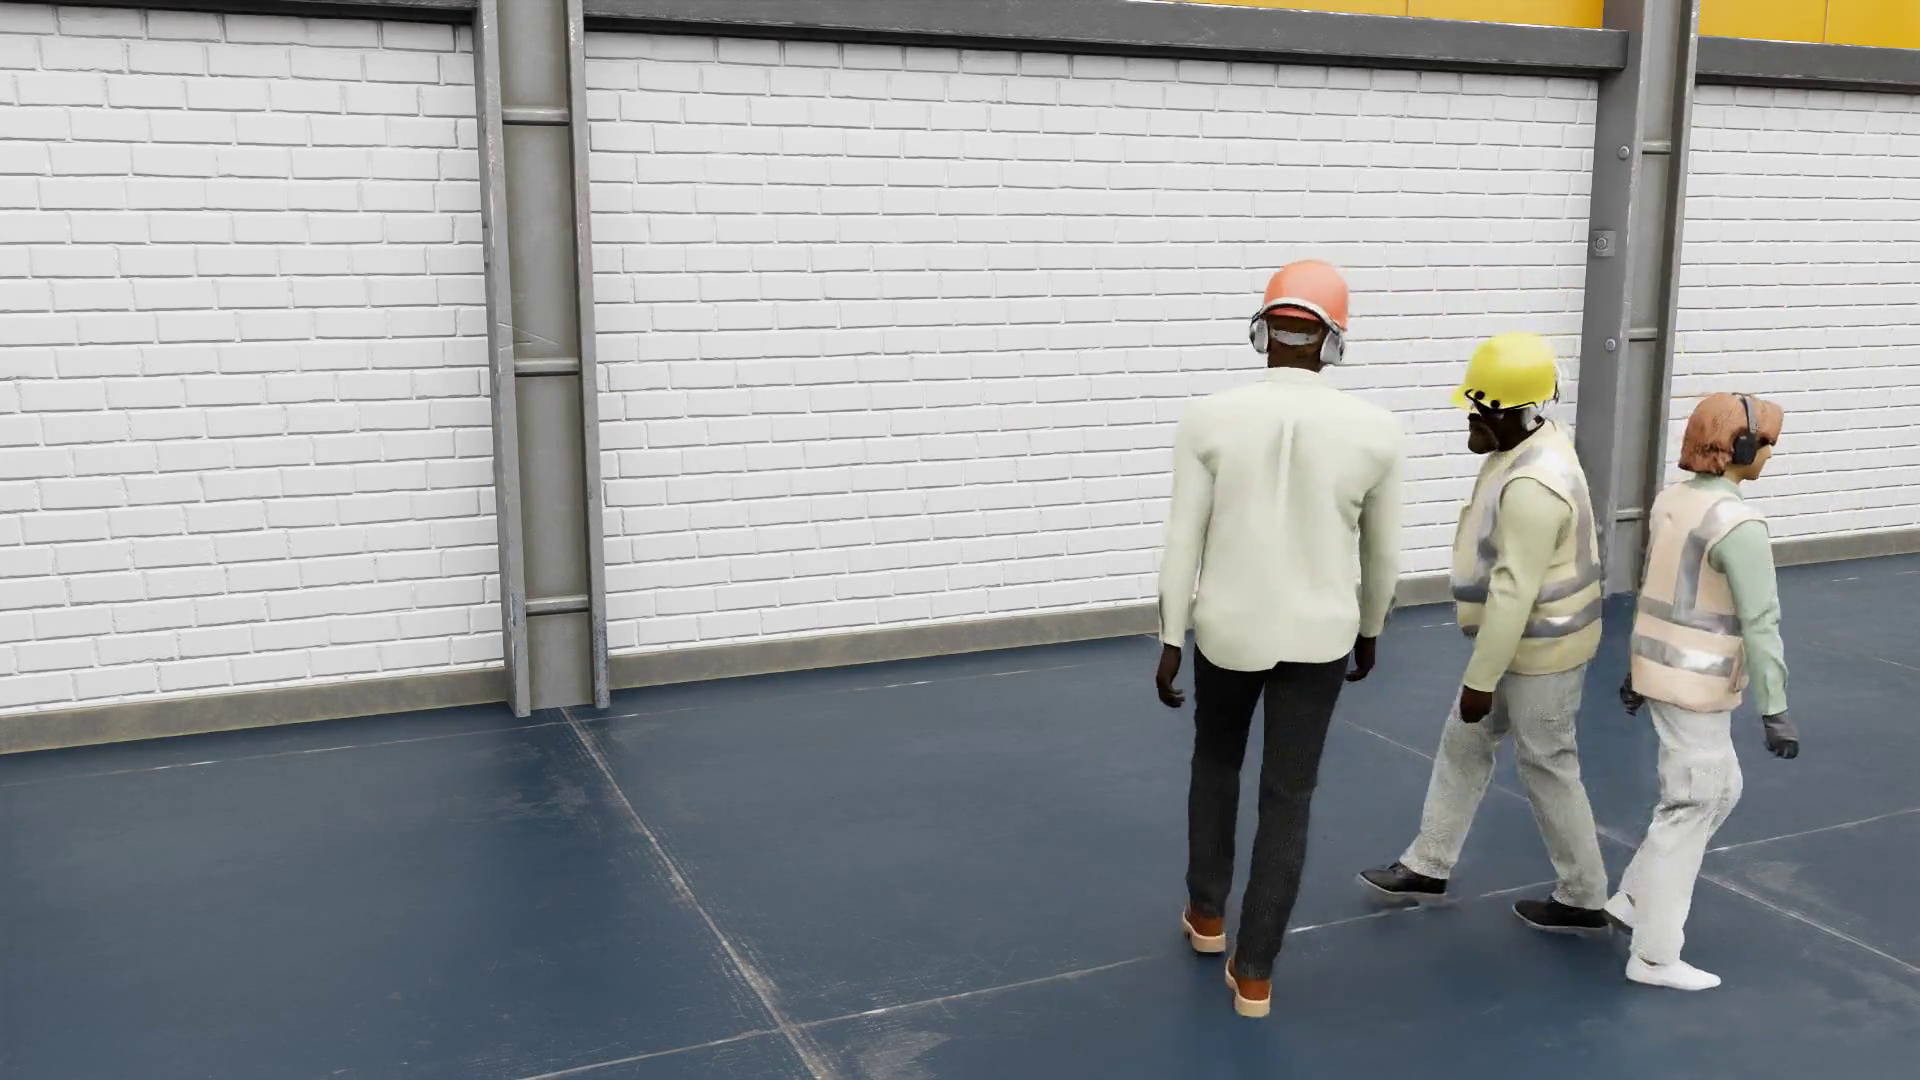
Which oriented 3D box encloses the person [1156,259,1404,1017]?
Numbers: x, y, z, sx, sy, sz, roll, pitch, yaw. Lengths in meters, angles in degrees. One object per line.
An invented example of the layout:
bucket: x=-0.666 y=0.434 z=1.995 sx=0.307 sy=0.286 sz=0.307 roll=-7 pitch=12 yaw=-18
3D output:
person: x=0.857 y=0.235 z=4.505 sx=0.624 sy=1.961 sz=0.786 roll=2 pitch=10 yaw=10

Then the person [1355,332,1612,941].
person: x=1.535 y=0.286 z=4.766 sx=0.790 sy=1.770 sz=0.658 roll=2 pitch=11 yaw=12

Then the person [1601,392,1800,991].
person: x=1.982 y=0.417 z=4.453 sx=0.394 sy=1.624 sz=0.533 roll=1 pitch=10 yaw=4
